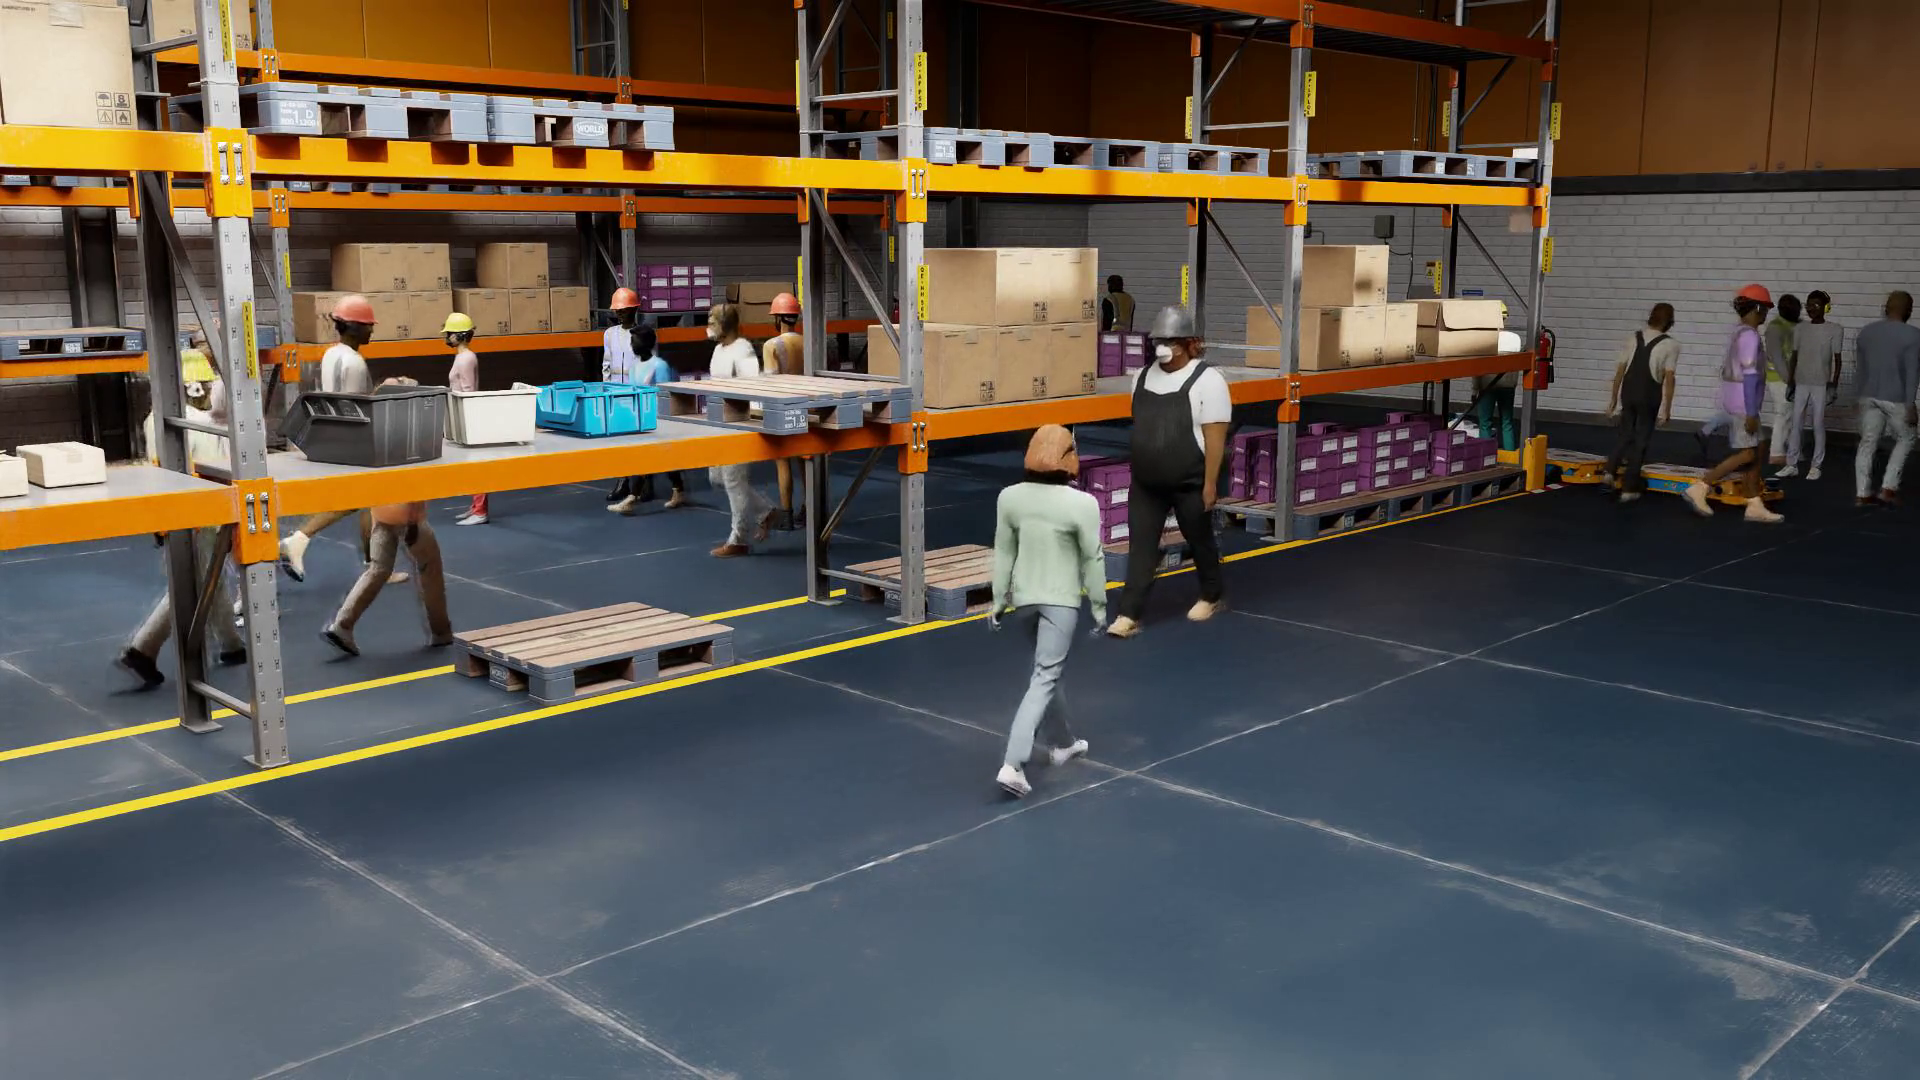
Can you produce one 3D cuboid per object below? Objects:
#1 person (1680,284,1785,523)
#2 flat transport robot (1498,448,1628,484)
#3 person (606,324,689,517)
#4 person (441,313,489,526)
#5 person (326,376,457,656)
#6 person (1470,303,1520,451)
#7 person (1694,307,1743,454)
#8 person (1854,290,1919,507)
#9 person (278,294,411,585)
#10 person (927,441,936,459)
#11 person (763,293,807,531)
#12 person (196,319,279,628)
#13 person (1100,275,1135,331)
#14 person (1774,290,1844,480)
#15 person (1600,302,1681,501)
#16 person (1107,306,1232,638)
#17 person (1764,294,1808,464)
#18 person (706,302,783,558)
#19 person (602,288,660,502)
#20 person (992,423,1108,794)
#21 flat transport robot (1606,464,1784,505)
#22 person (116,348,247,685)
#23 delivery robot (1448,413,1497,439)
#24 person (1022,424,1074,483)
[{"bbox_3d":[6.583,-1.138,13.968,0.727,2.001,0.633,4,11,21],"label":"person"},{"bbox_3d":[5.979,-0.758,16.609,0.652,0.197,1.431,-4,11,-22],"label":"flat transport robot"},{"bbox_3d":[-2.706,-1.044,14.409,0.901,1.639,0.537,-9,14,-41],"label":"person"},{"bbox_3d":[-4.118,-1.003,13.859,0.323,1.769,0.523,-3,11,-15],"label":"person"},{"bbox_3d":[-3.275,-0.137,9.555,0.512,1.611,0.782,9,14,41],"label":"person"},{"bbox_3d":[5.350,-1.513,16.679,0.531,1.761,0.348,-3,11,-15],"label":"person"},{"bbox_3d":[8.424,-1.784,18.182,0.625,1.740,0.534,1,10,5],"label":"person"},{"bbox_3d":[8.237,-1.239,14.736,0.599,1.914,0.650,-5,12,-26],"label":"person"},{"bbox_3d":[-4.216,-0.644,11.248,0.790,2.019,0.621,-8,13,-36],"label":"person"},{"bbox_3d":[-0.487,-1.711,17.913,0.538,1.696,0.317,2,11,13],"label":"person"},{"bbox_3d":[-1.414,-1.045,13.624,0.362,1.935,0.553,9,14,41],"label":"person"},{"bbox_3d":[-4.498,-0.407,10.299,0.400,1.890,0.703,-8,13,-37],"label":"person"},{"bbox_3d":[2.243,-2.906,24.039,0.429,1.839,0.634,10,14,43],"label":"person"},{"bbox_3d":[8.421,-1.527,16.437,0.332,1.872,0.514,-8,13,-37],"label":"person"},{"bbox_3d":[6.166,-1.232,15.007,0.507,1.804,0.573,-9,14,-41],"label":"person"},{"bbox_3d":[1.305,-0.454,10.121,0.691,2.000,1.045,8,13,37],"label":"person"},{"bbox_3d":[8.755,-1.701,17.589,0.655,1.802,0.436,-7,13,-35],"label":"person"},{"bbox_3d":[-1.621,-0.819,12.448,0.542,1.919,0.636,-6,12,-29],"label":"person"},{"bbox_3d":[-2.983,-1.301,15.022,0.552,1.935,0.367,3,11,16],"label":"person"},{"bbox_3d":[0.369,0.285,7.294,0.517,1.597,0.844,7,12,33],"label":"person"},{"bbox_3d":[6.759,-0.533,15.381,0.652,0.197,1.431,-7,13,-34],"label":"flat transport robot"},{"bbox_3d":[-4.225,-0.131,9.021,0.610,1.807,0.845,9,13,39],"label":"person"},{"bbox_3d":[5.211,-1.080,17.331,0.477,0.478,0.707,-10,14,-44],"label":"delivery robot"},{"bbox_3d":[0.971,-1.467,15.921,0.885,1.932,0.632,-4,11,-23],"label":"person"}]
